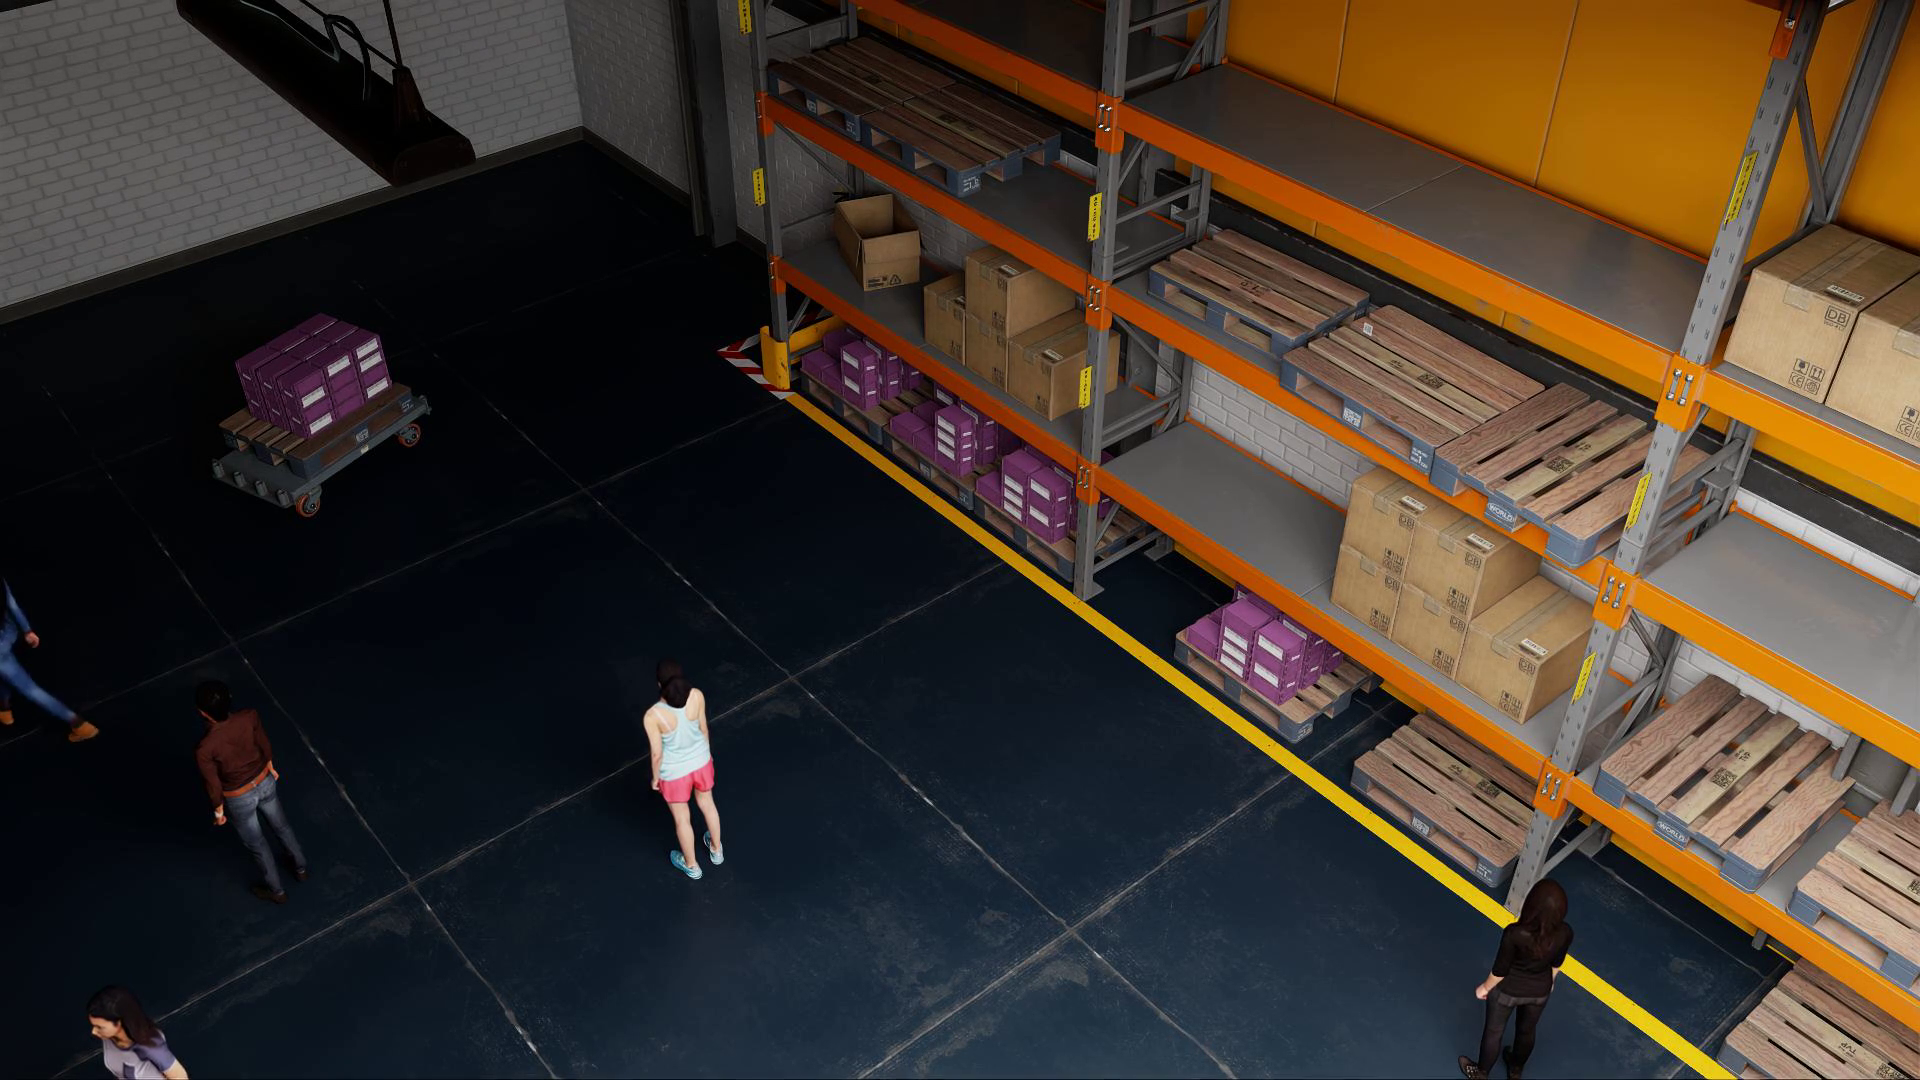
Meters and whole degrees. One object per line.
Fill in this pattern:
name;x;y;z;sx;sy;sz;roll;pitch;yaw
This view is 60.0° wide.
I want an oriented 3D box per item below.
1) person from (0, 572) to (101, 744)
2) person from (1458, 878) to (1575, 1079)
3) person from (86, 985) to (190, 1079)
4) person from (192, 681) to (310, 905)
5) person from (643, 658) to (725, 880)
person;-6.379;0.752;11.201;1.237;1.662;1.140;6;39;7
person;3.070;2.447;9.094;0.653;1.642;0.669;-5;39;-6
person;-4.101;2.852;8.514;0.581;1.733;0.715;15;41;18
person;-4.331;1.528;10.132;0.663;1.782;0.712;19;42;22
person;-1.713;1.401;10.305;0.585;1.764;0.571;-25;45;-28
